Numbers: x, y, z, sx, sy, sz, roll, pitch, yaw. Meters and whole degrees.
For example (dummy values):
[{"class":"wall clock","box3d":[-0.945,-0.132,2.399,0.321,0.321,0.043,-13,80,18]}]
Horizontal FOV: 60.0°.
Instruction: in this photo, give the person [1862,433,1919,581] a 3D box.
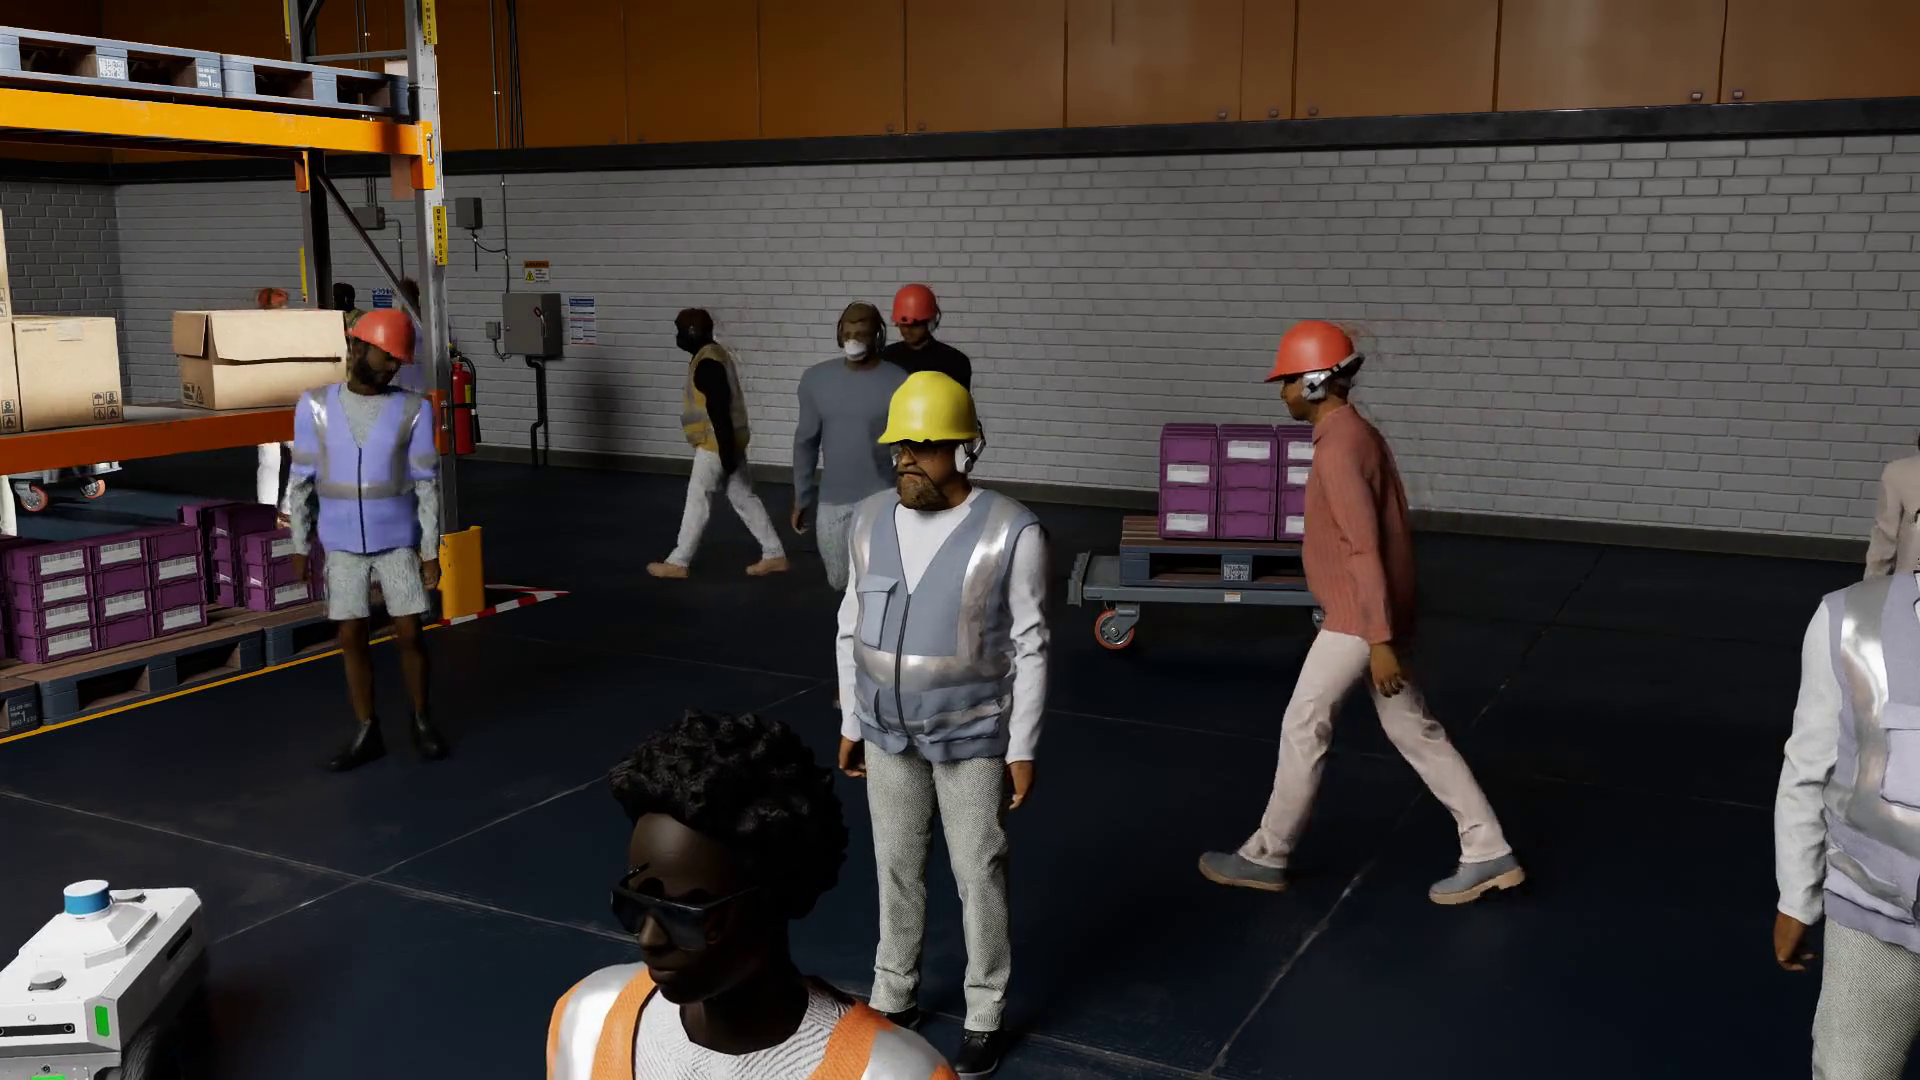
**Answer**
[{"class":"person","box3d":[3.798,0.221,6.425,0.593,1.610,0.520,-8,13,-40]}]

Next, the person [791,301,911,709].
[{"class":"person","box3d":[-0.461,-0.202,8.048,0.635,1.915,0.904,3,10,18]}]

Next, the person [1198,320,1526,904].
[{"class":"person","box3d":[1.359,0.251,5.402,1.042,1.923,0.651,4,11,22]}]

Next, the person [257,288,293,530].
[{"class":"person","box3d":[-5.048,-0.926,12.355,0.504,1.867,0.575,1,10,7]}]

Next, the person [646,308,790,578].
[{"class":"person","box3d":[-1.567,-0.625,10.888,0.938,1.780,0.650,0,10,-2]}]

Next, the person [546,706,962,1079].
[{"class":"person","box3d":[-0.218,0.996,1.703,0.540,1.696,0.316,5,11,27]}]

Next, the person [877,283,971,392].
[{"class":"person","box3d":[-0.238,-0.435,9.242,0.628,1.961,0.481,3,10,19]}]

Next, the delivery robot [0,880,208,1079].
[{"class":"delivery robot","box3d":[-2.166,1.095,4.162,0.477,0.478,0.707,-1,10,-7]}]

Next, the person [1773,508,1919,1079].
[{"class":"person","box3d":[1.838,0.685,3.097,0.600,1.836,0.404,5,11,27]}]

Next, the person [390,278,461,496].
[{"class":"person","box3d":[-4.645,-1.306,14.462,0.659,1.911,0.496,8,12,37]}]

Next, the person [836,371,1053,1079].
[{"class":"person","box3d":[-0.067,0.480,4.295,0.600,1.832,0.404,5,11,27]}]

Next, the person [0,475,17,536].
[{"class":"person","box3d":[-6.893,-0.812,11.668,0.533,1.871,0.320,5,11,27]}]

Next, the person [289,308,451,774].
[{"class":"person","box3d":[-2.422,0.008,6.863,0.613,1.899,0.409,-2,10,-11]}]

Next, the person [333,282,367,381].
[{"class":"person","box3d":[-5.900,-1.548,16.012,0.633,1.843,0.429,5,11,27]}]
